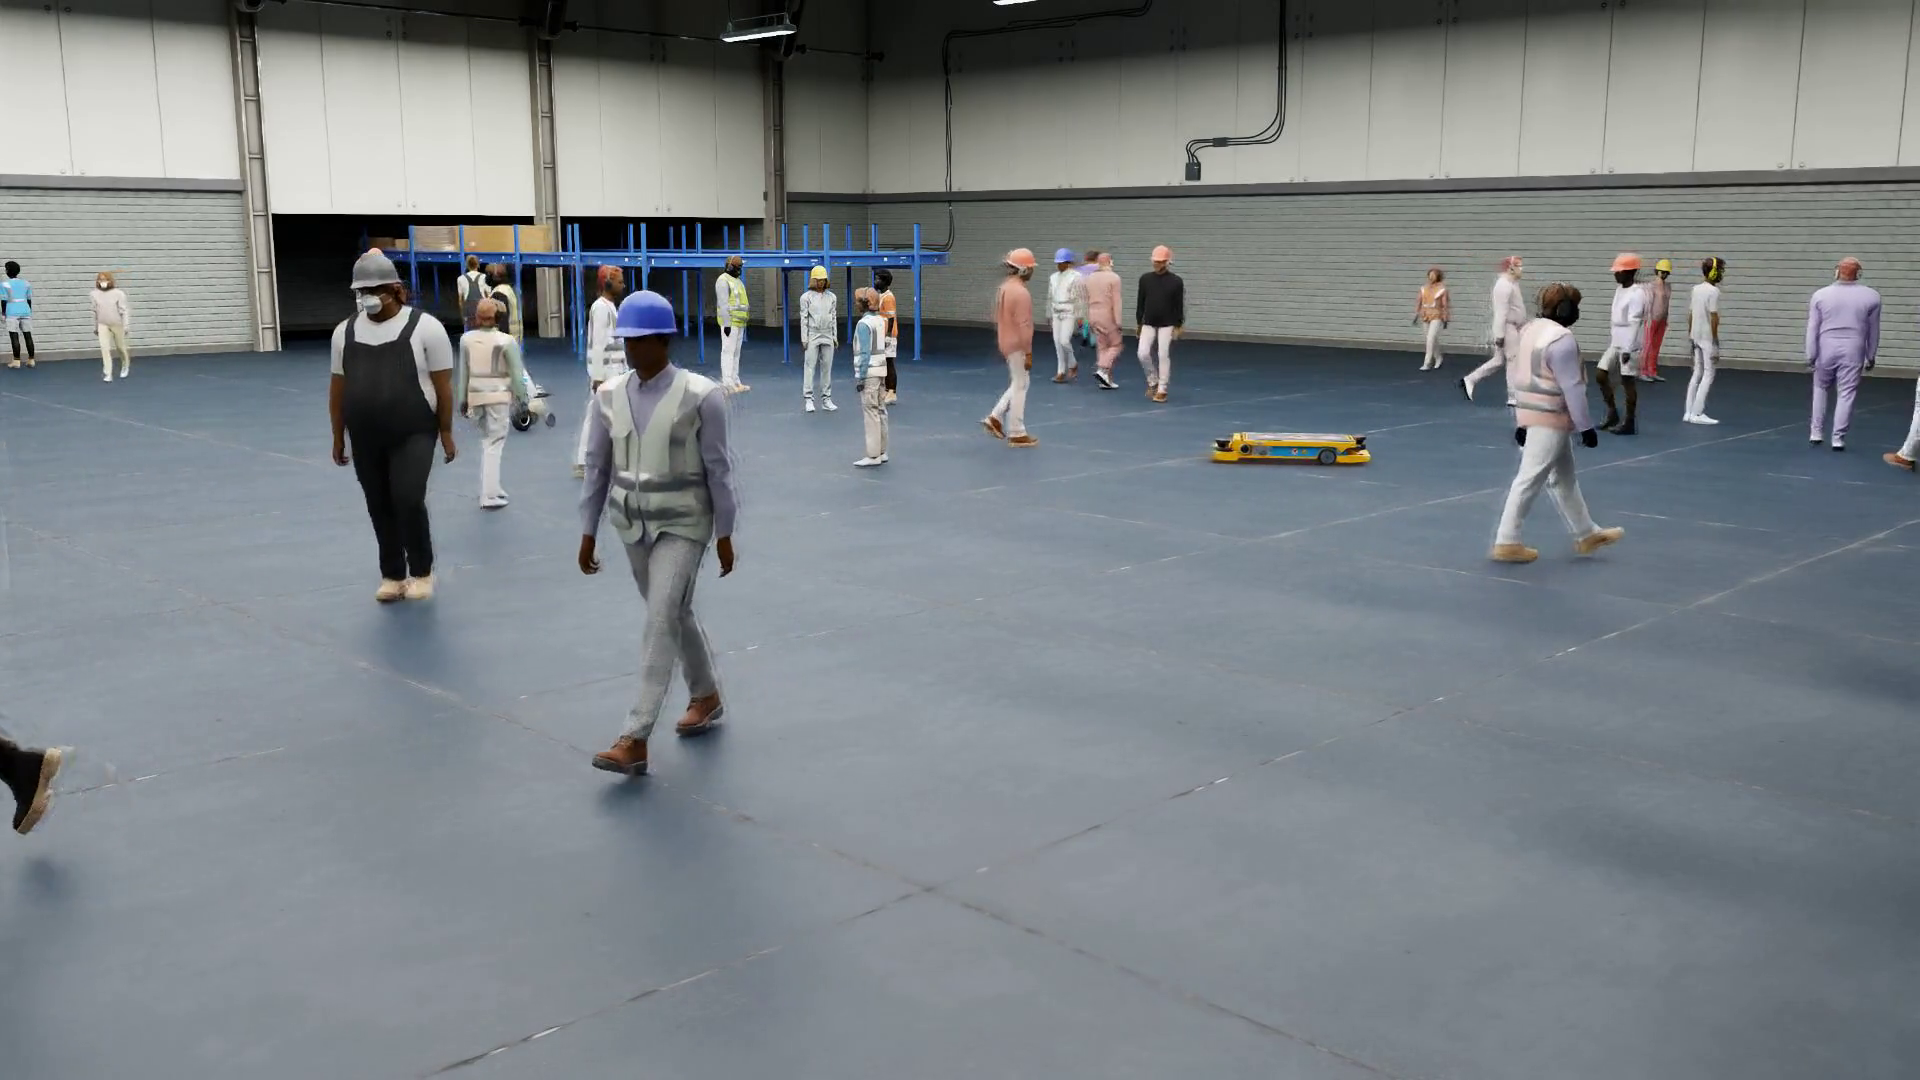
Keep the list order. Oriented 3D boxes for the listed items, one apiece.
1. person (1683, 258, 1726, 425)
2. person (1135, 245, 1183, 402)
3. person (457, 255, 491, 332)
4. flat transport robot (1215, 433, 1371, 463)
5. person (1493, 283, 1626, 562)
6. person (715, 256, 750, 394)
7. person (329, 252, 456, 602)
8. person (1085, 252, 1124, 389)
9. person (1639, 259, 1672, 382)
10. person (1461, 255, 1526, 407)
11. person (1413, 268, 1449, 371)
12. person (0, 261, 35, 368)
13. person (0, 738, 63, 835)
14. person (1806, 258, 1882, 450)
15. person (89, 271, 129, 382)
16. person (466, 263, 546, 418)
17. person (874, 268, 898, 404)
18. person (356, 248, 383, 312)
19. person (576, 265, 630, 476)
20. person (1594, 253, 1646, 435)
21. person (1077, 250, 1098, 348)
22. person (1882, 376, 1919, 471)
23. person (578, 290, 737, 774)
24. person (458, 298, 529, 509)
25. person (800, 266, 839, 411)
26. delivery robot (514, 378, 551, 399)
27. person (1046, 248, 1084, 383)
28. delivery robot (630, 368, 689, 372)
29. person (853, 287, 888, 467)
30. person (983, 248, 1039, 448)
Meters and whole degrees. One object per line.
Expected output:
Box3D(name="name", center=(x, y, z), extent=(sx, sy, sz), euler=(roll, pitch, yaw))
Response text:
Box3D(name="person", center=(8.412, -2.238, 18.826), extent=(0.292, 1.857, 0.606), euler=(-1, 10, -4))
Box3D(name="person", center=(2.524, -2.750, 21.182), extent=(0.645, 1.976, 0.433), euler=(5, 12, 27))
Box3D(name="person", center=(-7.414, -3.454, 25.510), extent=(0.522, 1.796, 0.912), euler=(-3, 11, -15))
Box3D(name="flat transport robot", center=(3.143, -0.884, 15.792), extent=(1.431, 0.197, 0.652), euler=(2, 10, 8))
Box3D(name="person", center=(3.932, -0.756, 10.807), extent=(0.916, 1.795, 0.635), euler=(1, 10, 4))
Box3D(name="person", center=(-3.054, -2.911, 22.465), extent=(0.429, 1.838, 0.621), euler=(2, 11, 11))
Box3D(name="person", center=(-3.291, -0.622, 9.533), extent=(0.702, 2.000, 0.594), euler=(1, 10, 5))
Box3D(name="person", center=(2.008, -3.010, 22.889), extent=(0.445, 1.873, 0.698), euler=(-9, 14, -40))
Box3D(name="person", center=(10.121, -3.178, 24.117), extent=(0.524, 1.764, 0.329), euler=(-7, 12, -33))
Box3D(name="person", center=(6.751, -2.621, 20.773), extent=(0.820, 1.876, 0.651), euler=(4, 11, 19))
Box3D(name="person", center=(7.496, -3.496, 26.284), extent=(0.807, 1.605, 0.514), euler=(-9, 14, -39))
Box3D(name="person", center=(-15.094, -3.605, 26.616), extent=(0.318, 1.700, 0.535), euler=(5, 12, 27))
Box3D(name="person", center=(-3.446, 0.164, 5.397), extent=(0.785, 1.944, 0.612), euler=(-7, 13, -35))
Box3D(name="person", center=(8.814, -1.861, 16.627), extent=(0.642, 1.874, 0.863), euler=(6, 12, 28))
Box3D(name="person", center=(-12.470, -3.156, 24.458), extent=(0.507, 1.600, 0.811), euler=(-2, 11, -12))
Box3D(name="person", center=(-5.329, -2.333, 19.422), extent=(0.943, 1.801, 0.639), euler=(-1, 10, -7))
Box3D(name="person", center=(-0.953, -2.569, 20.971), extent=(0.316, 1.695, 0.541), euler=(-3, 11, -15))
Box3D(name="person", center=(-7.759, -2.921, 22.227), extent=(0.545, 1.942, 0.352), euler=(-1, 10, -3))
Box3D(name="person", center=(-2.957, -1.469, 14.569), extent=(0.942, 1.839, 0.611), euler=(-2, 11, -9))
Box3D(name="person", center=(7.004, -2.079, 17.686), extent=(0.566, 1.916, 0.588), euler=(-1, 10, -4))
Box3D(name="person", center=(2.513, -4.572, 31.551), extent=(0.581, 1.829, 0.456), euler=(5, 11, 25))
Box3D(name="person", center=(8.753, -1.522, 14.729), extent=(0.706, 1.894, 0.829), euler=(0, 10, -2))
Box3D(name="person", center=(-1.246, -0.059, 6.754), extent=(0.636, 1.892, 1.021), euler=(5, 11, 23))
Box3D(name="person", center=(-3.624, -1.074, 13.035), extent=(0.541, 1.615, 0.636), euler=(4, 11, 20))
Box3D(name="person", center=(-1.691, -2.439, 20.138), extent=(0.494, 1.743, 0.303), euler=(-7, 12, -32))
Box3D(name="delivery robot", center=(-4.853, -1.685, 18.422), extent=(0.335, 0.223, 0.698), euler=(6, 12, 30))
Box3D(name="person", center=(1.480, -3.219, 23.889), extent=(0.444, 1.924, 0.651), euler=(-10, 15, -44))
Box3D(name="delivery robot", center=(-3.849, -2.086, 21.317), extent=(0.707, 0.478, 0.477), euler=(2, 11, 12))
Box3D(name="person", center=(-0.821, -1.499, 15.298), extent=(0.310, 1.638, 0.523), euler=(3, 11, 16))
Box3D(name="person", center=(0.561, -1.920, 16.652), extent=(0.470, 1.981, 0.645), euler=(-3, 11, -18))
